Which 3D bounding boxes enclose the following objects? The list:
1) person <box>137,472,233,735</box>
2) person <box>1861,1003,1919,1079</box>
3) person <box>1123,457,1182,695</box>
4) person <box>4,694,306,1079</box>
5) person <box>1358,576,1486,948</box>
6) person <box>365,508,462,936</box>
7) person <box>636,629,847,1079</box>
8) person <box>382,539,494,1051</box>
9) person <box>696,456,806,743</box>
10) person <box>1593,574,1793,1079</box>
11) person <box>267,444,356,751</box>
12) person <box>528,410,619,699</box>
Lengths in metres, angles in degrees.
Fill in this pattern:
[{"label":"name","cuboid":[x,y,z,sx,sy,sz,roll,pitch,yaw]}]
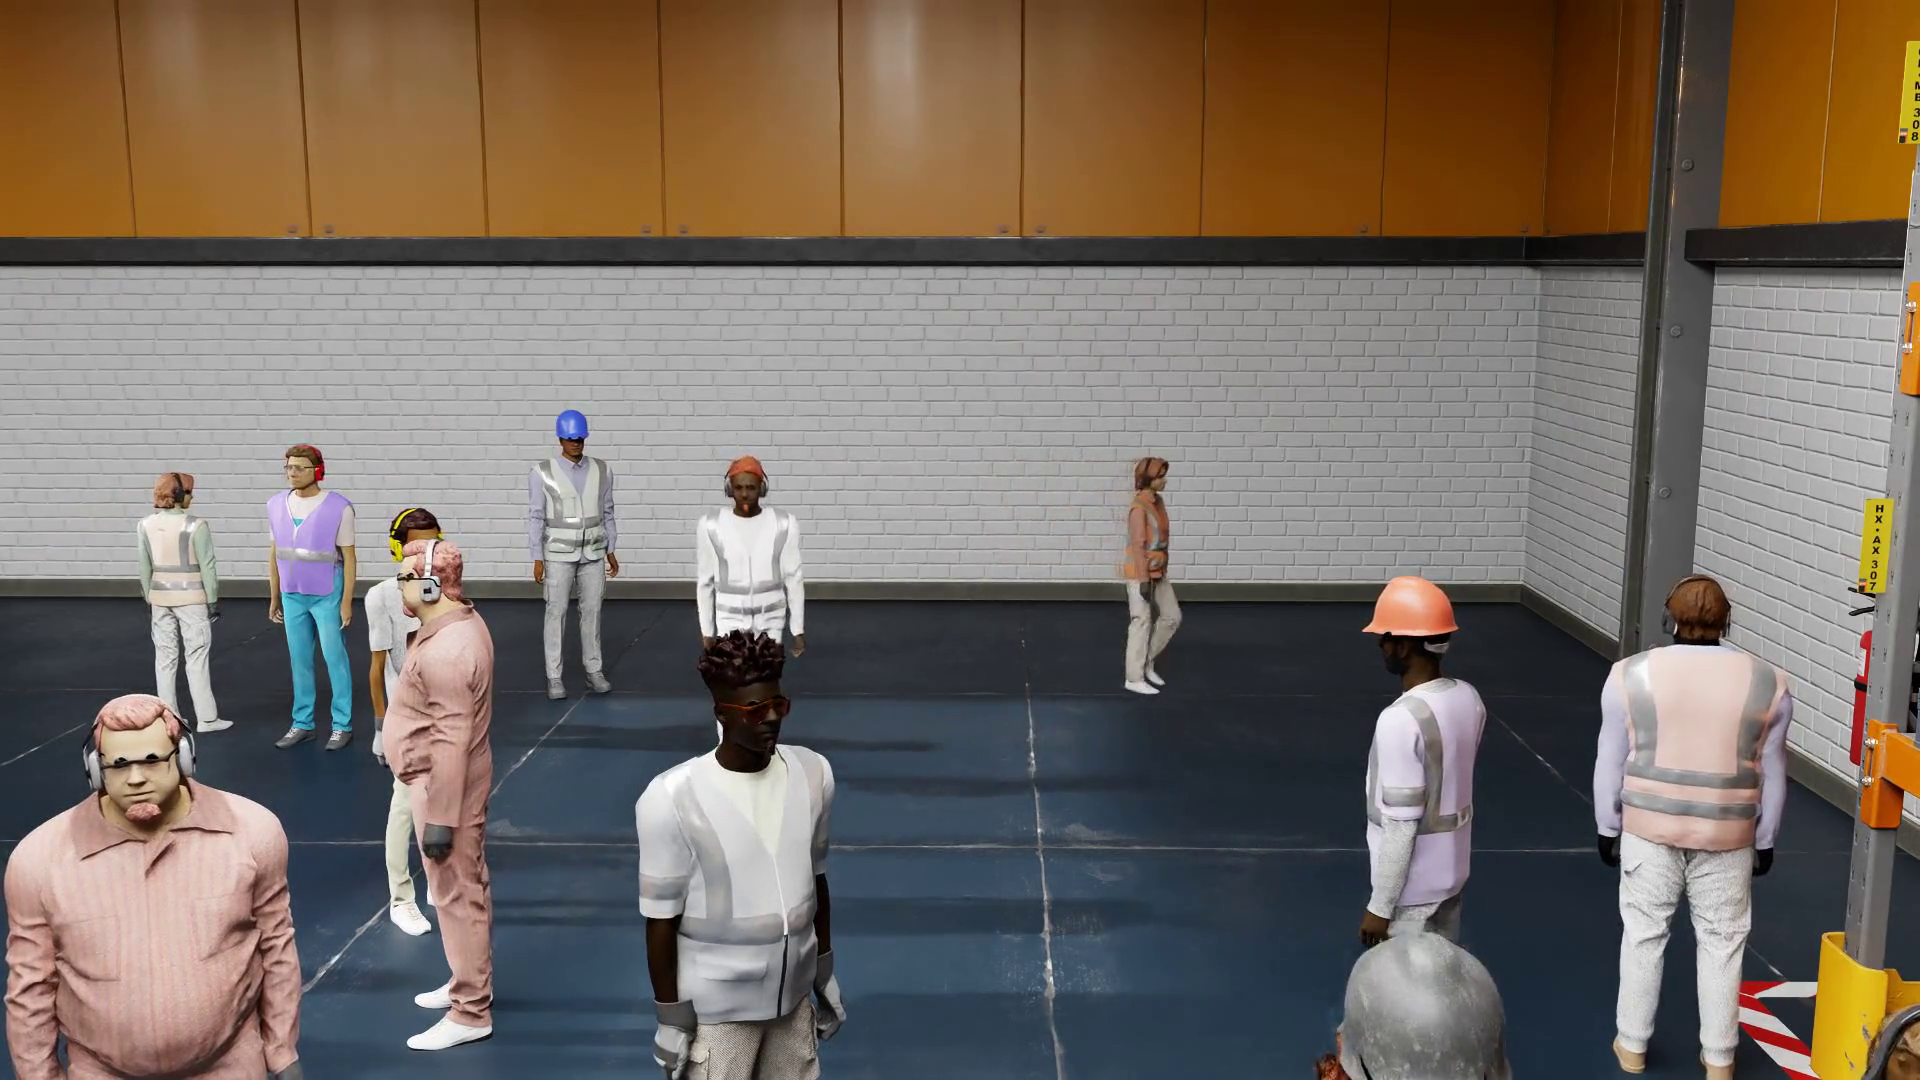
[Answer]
[{"label":"person","cuboid":[-4.827,0.397,10.303,0.514,1.637,0.314,2,10,13]},{"label":"person","cuboid":[1.421,1.586,2.555,0.514,1.846,0.339,3,10,19]},{"label":"person","cuboid":[1.288,0.246,11.239,0.385,1.623,0.537,4,10,24]},{"label":"person","cuboid":[-1.937,1.305,4.058,0.651,1.907,0.409,-5,11,-29]},{"label":"person","cuboid":[1.440,1.073,5.362,0.374,1.933,0.552,8,12,40]},{"label":"person","cuboid":[-2.353,0.778,7.325,0.311,1.869,0.533,6,11,31]},{"label":"person","cuboid":[-0.571,1.202,4.492,0.607,1.966,0.367,-9,13,-42]},{"label":"person","cuboid":[-1.945,0.939,6.249,0.409,1.907,0.651,-2,10,-12]},{"label":"person","cuboid":[-1.138,0.480,9.119,0.580,1.872,0.467,-2,10,-11]},{"label":"person","cuboid":[2.584,1.031,5.932,0.627,1.838,0.429,4,10,20]},{"label":"person","cuboid":[-3.888,0.339,10.016,0.565,1.850,0.390,2,10,11]},{"label":"person","cuboid":[-2.591,0.091,11.207,0.615,1.945,0.405,-6,11,-34]}]
